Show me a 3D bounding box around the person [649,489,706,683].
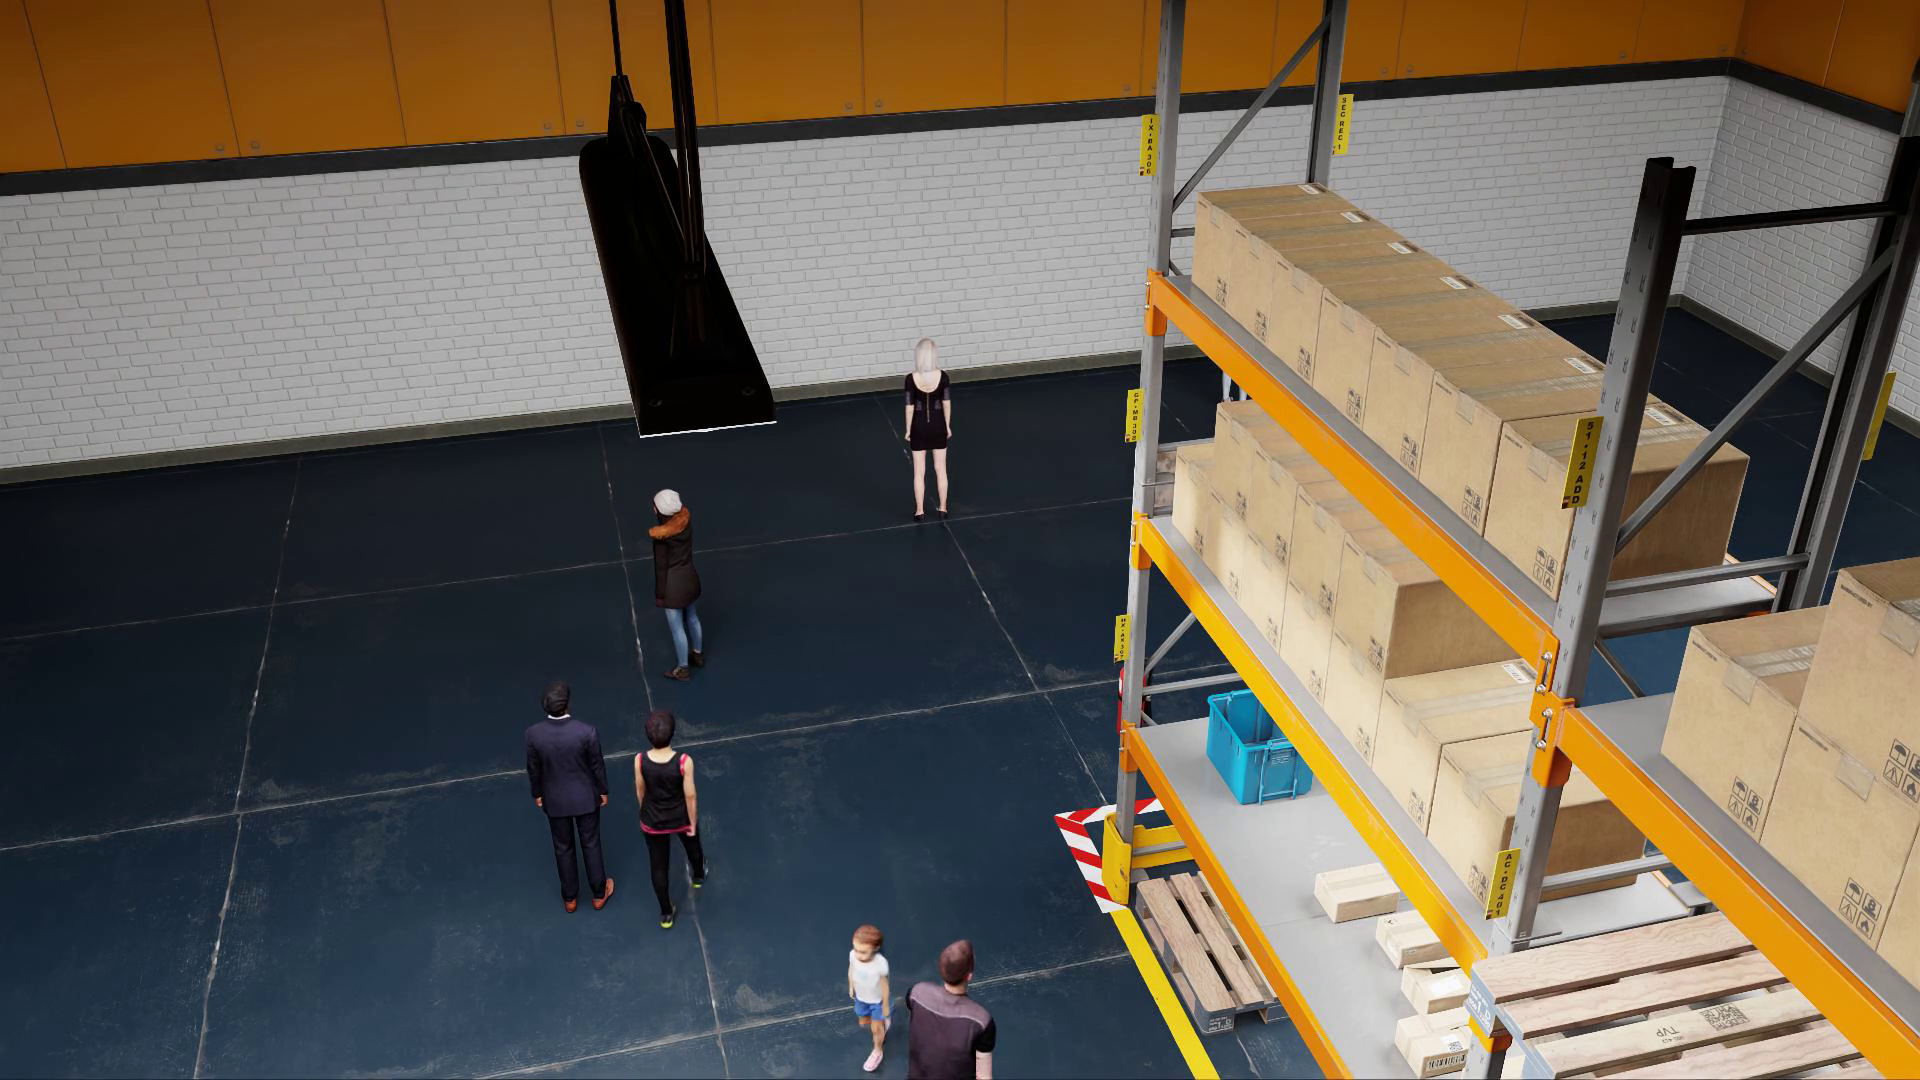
[{"bbox_3d":[-2.218,0.342,13.086,0.780,1.633,0.705,12,31,20],"label":"person"}]

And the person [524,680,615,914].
[{"bbox_3d":[-2.484,1.642,10.604,0.663,1.727,0.575,-3,29,-6],"label":"person"}]

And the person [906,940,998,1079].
[{"bbox_3d":[-0.120,2.828,8.349,1.043,1.805,1.116,13,31,22],"label":"person"}]

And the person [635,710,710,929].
[{"bbox_3d":[-1.864,1.788,10.535,0.663,1.536,0.889,-1,29,-2],"label":"person"}]

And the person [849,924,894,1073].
[{"bbox_3d":[-0.479,2.591,9.611,0.577,1.012,0.637,16,32,27],"label":"person"}]

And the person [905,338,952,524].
[{"bbox_3d":[-0.291,-1.011,15.361,0.598,1.829,0.524,-4,29,-8],"label":"person"}]
